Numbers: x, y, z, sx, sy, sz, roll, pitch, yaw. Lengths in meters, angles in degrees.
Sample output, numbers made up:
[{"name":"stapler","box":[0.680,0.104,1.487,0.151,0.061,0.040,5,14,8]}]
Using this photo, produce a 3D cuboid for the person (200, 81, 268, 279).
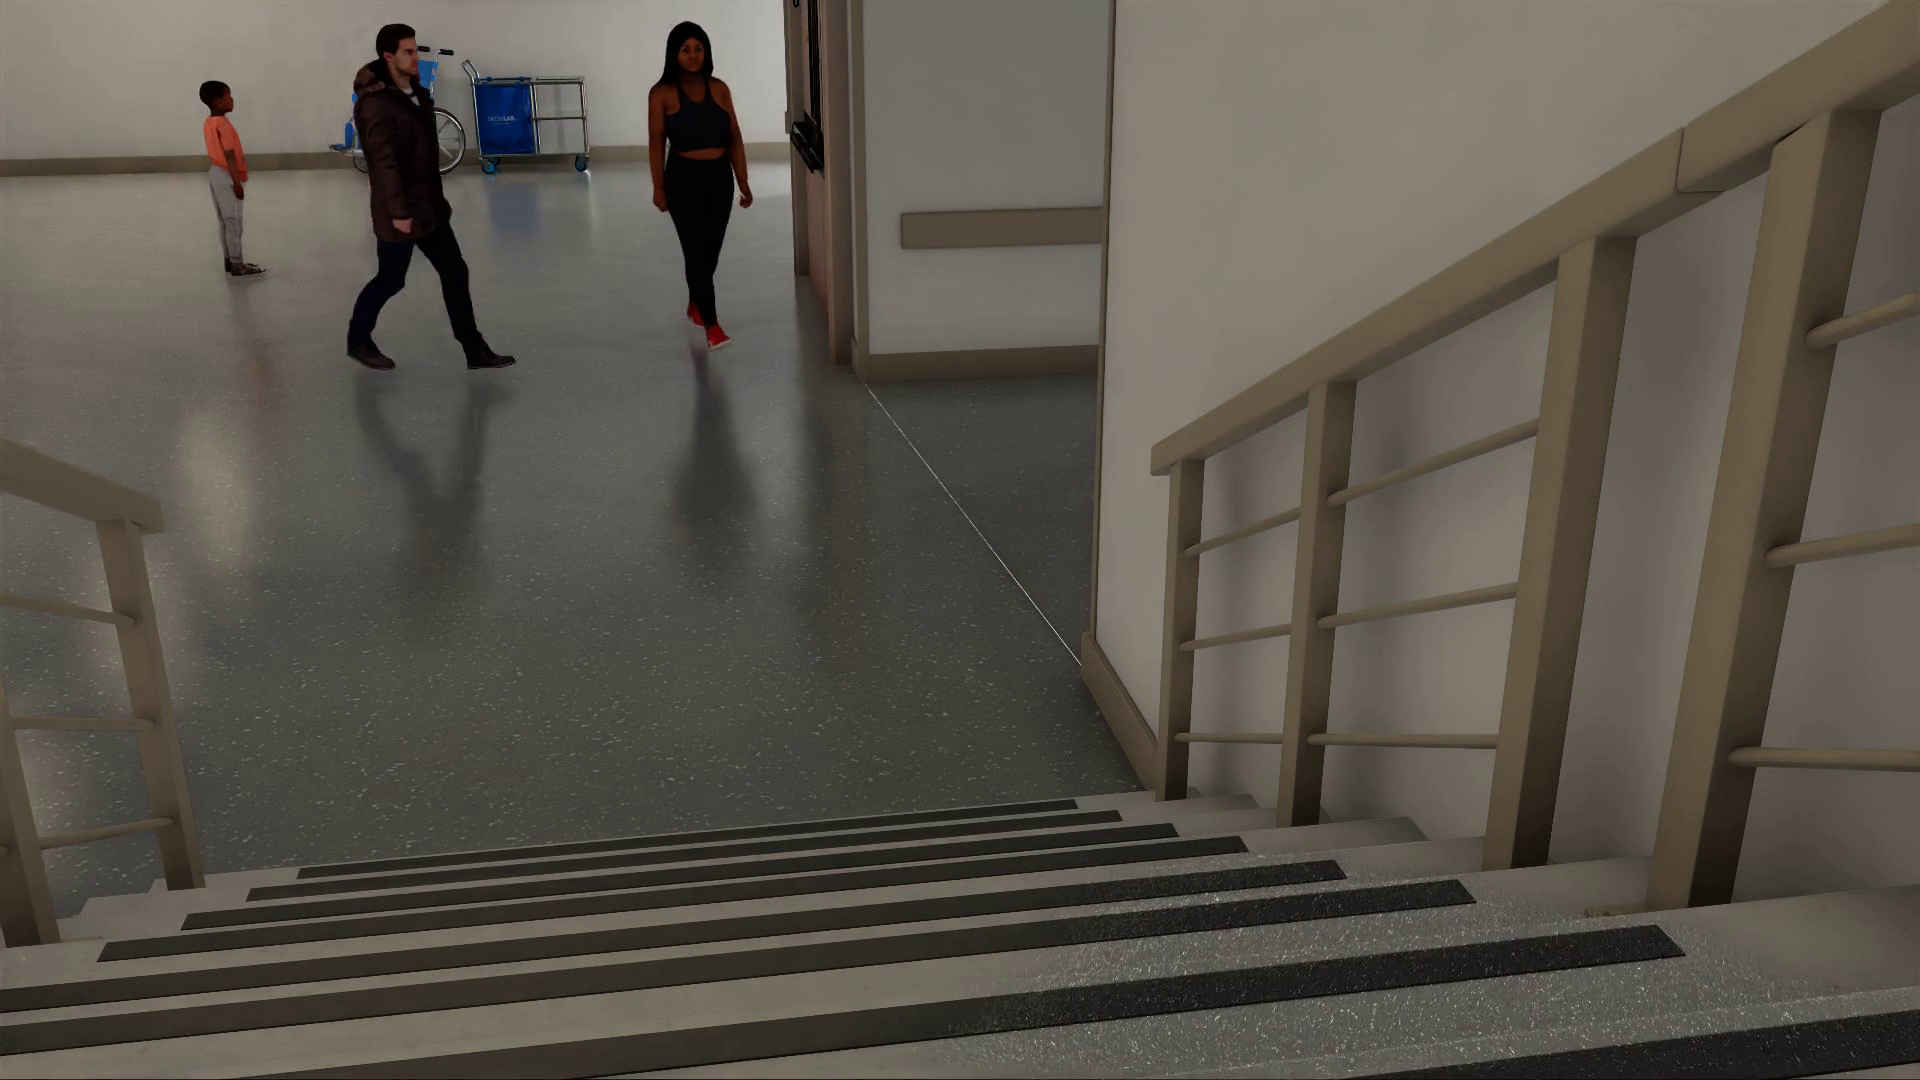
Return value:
[{"name":"person","box":[-5.024,-2.467,11.373,0.614,1.309,0.529,-16,26,-36]}]

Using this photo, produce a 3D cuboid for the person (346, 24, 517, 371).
[{"name":"person","box":[-2.983,-1.739,8.759,1.129,1.799,1.251,5,21,12]}]

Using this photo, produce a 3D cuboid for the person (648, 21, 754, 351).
[{"name":"person","box":[-1.507,-2.000,9.503,0.946,1.761,1.288,-12,24,-28]}]
